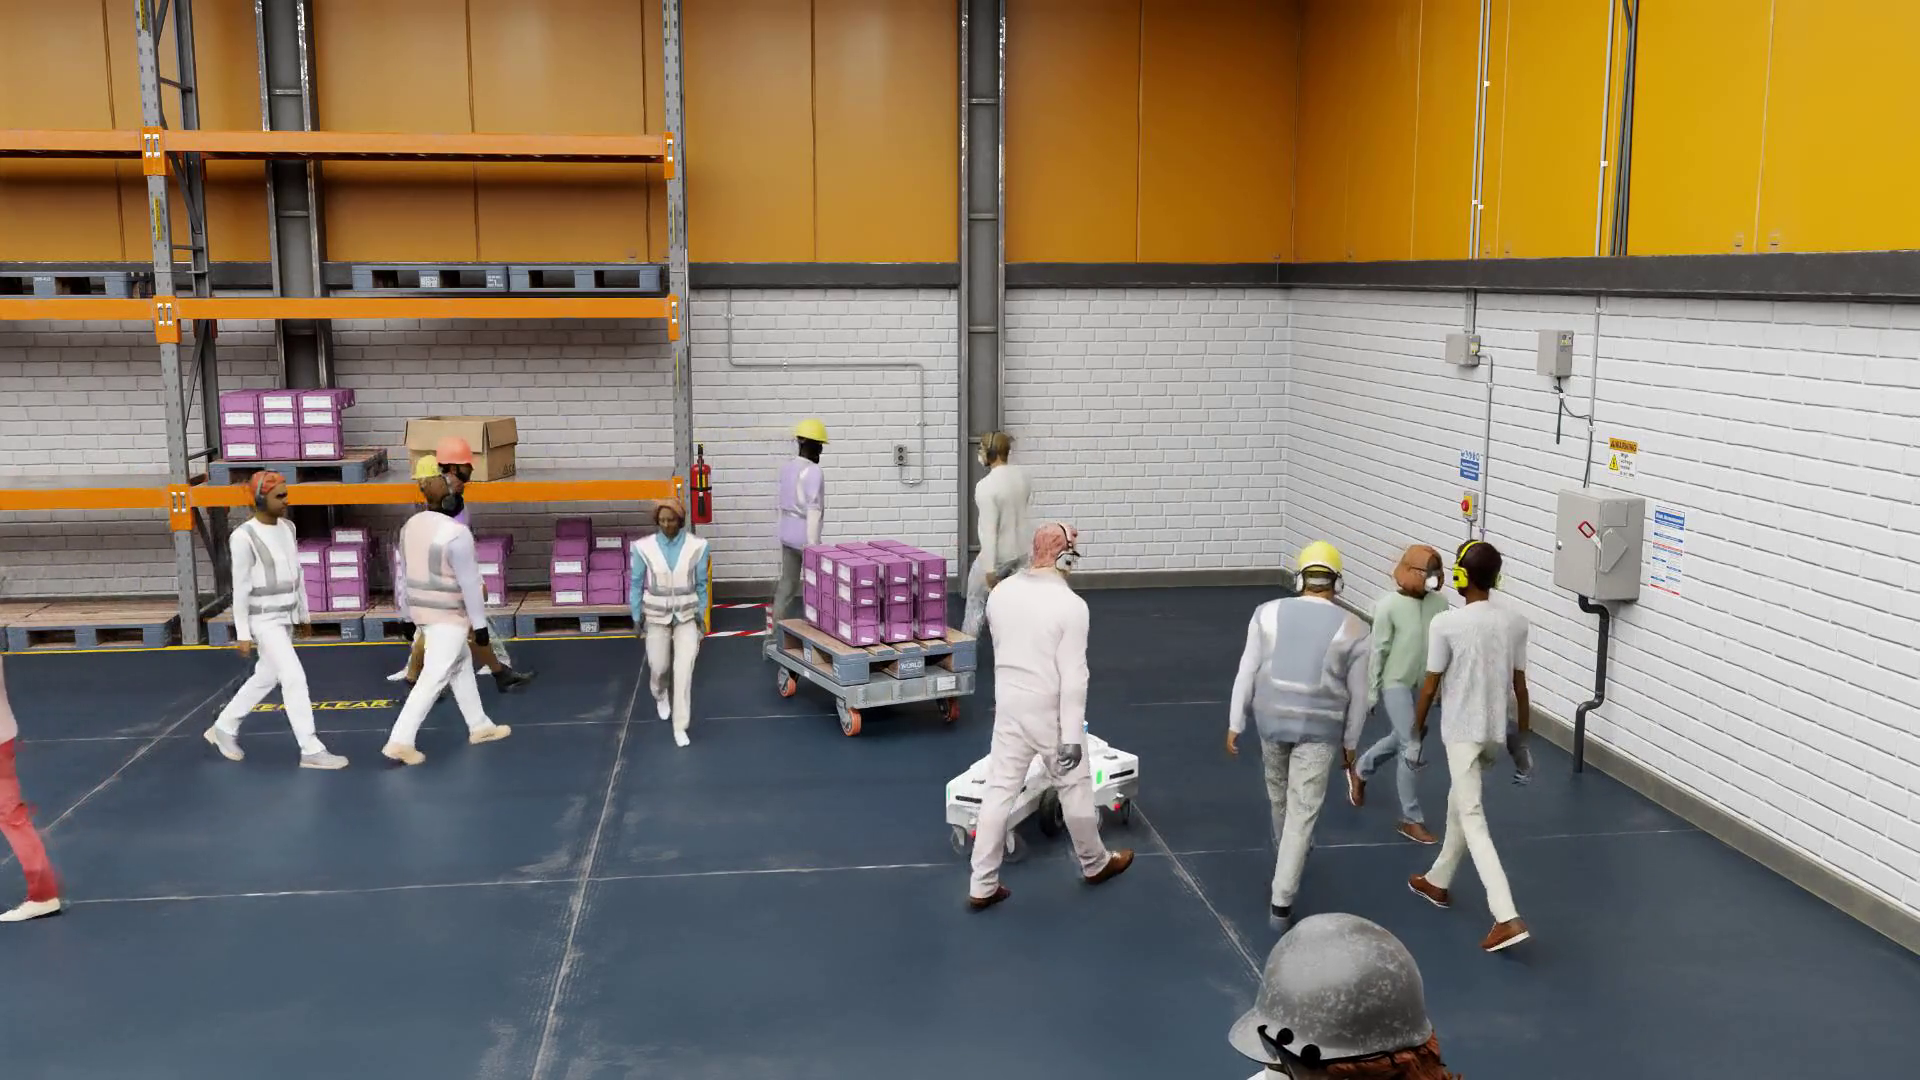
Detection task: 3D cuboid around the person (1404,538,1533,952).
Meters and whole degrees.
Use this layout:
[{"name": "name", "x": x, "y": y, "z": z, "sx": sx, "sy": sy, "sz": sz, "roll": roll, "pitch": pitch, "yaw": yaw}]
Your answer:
[{"name": "person", "x": 2.378, "y": 0.914, "z": 7.633, "sx": 0.532, "sy": 1.821, "sz": 0.987, "roll": -3, "pitch": 10, "yaw": -19}]

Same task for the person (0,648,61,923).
[{"name": "person", "x": -4.631, "y": 0.945, "z": 7.668, "sx": 0.818, "sy": 1.735, "sz": 0.561, "roll": -4, "pitch": 10, "yaw": -21}]

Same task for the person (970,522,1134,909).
[{"name": "person", "x": 0.423, "y": 0.831, "z": 8.040, "sx": 0.968, "sy": 1.849, "sz": 0.689, "roll": -9, "pitch": 13, "yaw": -44}]

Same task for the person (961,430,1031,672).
[{"name": "person", "x": 0.286, "y": 0.120, "z": 12.367, "sx": 1.025, "sy": 1.888, "sz": 0.639, "roll": 7, "pitch": 12, "yaw": 38}]

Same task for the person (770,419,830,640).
[{"name": "person", "x": -1.152, "y": -0.017, "z": 13.238, "sx": 0.972, "sy": 1.870, "sz": 0.607, "roll": -7, "pitch": 11, "yaw": -36}]

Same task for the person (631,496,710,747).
[{"name": "person", "x": -1.891, "y": 0.493, "z": 10.886, "sx": 0.514, "sy": 1.611, "sz": 0.689, "roll": -2, "pitch": 9, "yaw": -10}]

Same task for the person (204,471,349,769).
[{"name": "person", "x": -4.265, "y": 0.488, "z": 10.198, "sx": 0.939, "sy": 1.847, "sz": 0.587, "roll": 1, "pitch": 9, "yaw": 8}]

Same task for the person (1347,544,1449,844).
[{"name": "person", "x": 2.388, "y": 0.786, "z": 9.105, "sx": 0.508, "sy": 1.599, "sz": 0.776, "roll": -5, "pitch": 10, "yaw": -29}]

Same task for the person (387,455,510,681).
[{"name": "person", "x": -3.806, "y": 0.207, "z": 12.416, "sx": 0.874, "sy": 1.703, "sz": 0.482, "roll": -5, "pitch": 11, "yaw": -30}]

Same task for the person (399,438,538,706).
[{"name": "person", "x": -3.529, "y": 0.225, "z": 11.724, "sx": 0.995, "sy": 1.881, "sz": 0.564, "roll": -4, "pitch": 10, "yaw": -22}]

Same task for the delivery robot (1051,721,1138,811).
[{"name": "delivery robot", "x": 0.655, "y": 1.243, "z": 9.195, "sx": 0.477, "sy": 0.478, "sz": 0.707, "roll": -7, "pitch": 11, "yaw": -37}]

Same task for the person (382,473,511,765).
[{"name": "person", "x": -3.264, "y": 0.479, "z": 10.408, "sx": 0.639, "sy": 1.800, "sz": 0.950, "roll": 8, "pitch": 12, "yaw": 41}]

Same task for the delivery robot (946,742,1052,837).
[{"name": "delivery robot", "x": 0.211, "y": 1.306, "z": 8.799, "sx": 0.477, "sy": 0.478, "sz": 0.707, "roll": 5, "pitch": 10, "yaw": 26}]

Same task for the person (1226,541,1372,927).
[{"name": "person", "x": 1.638, "y": 0.888, "z": 7.978, "sx": 0.656, "sy": 1.750, "sz": 0.947, "roll": 5, "pitch": 10, "yaw": 27}]
